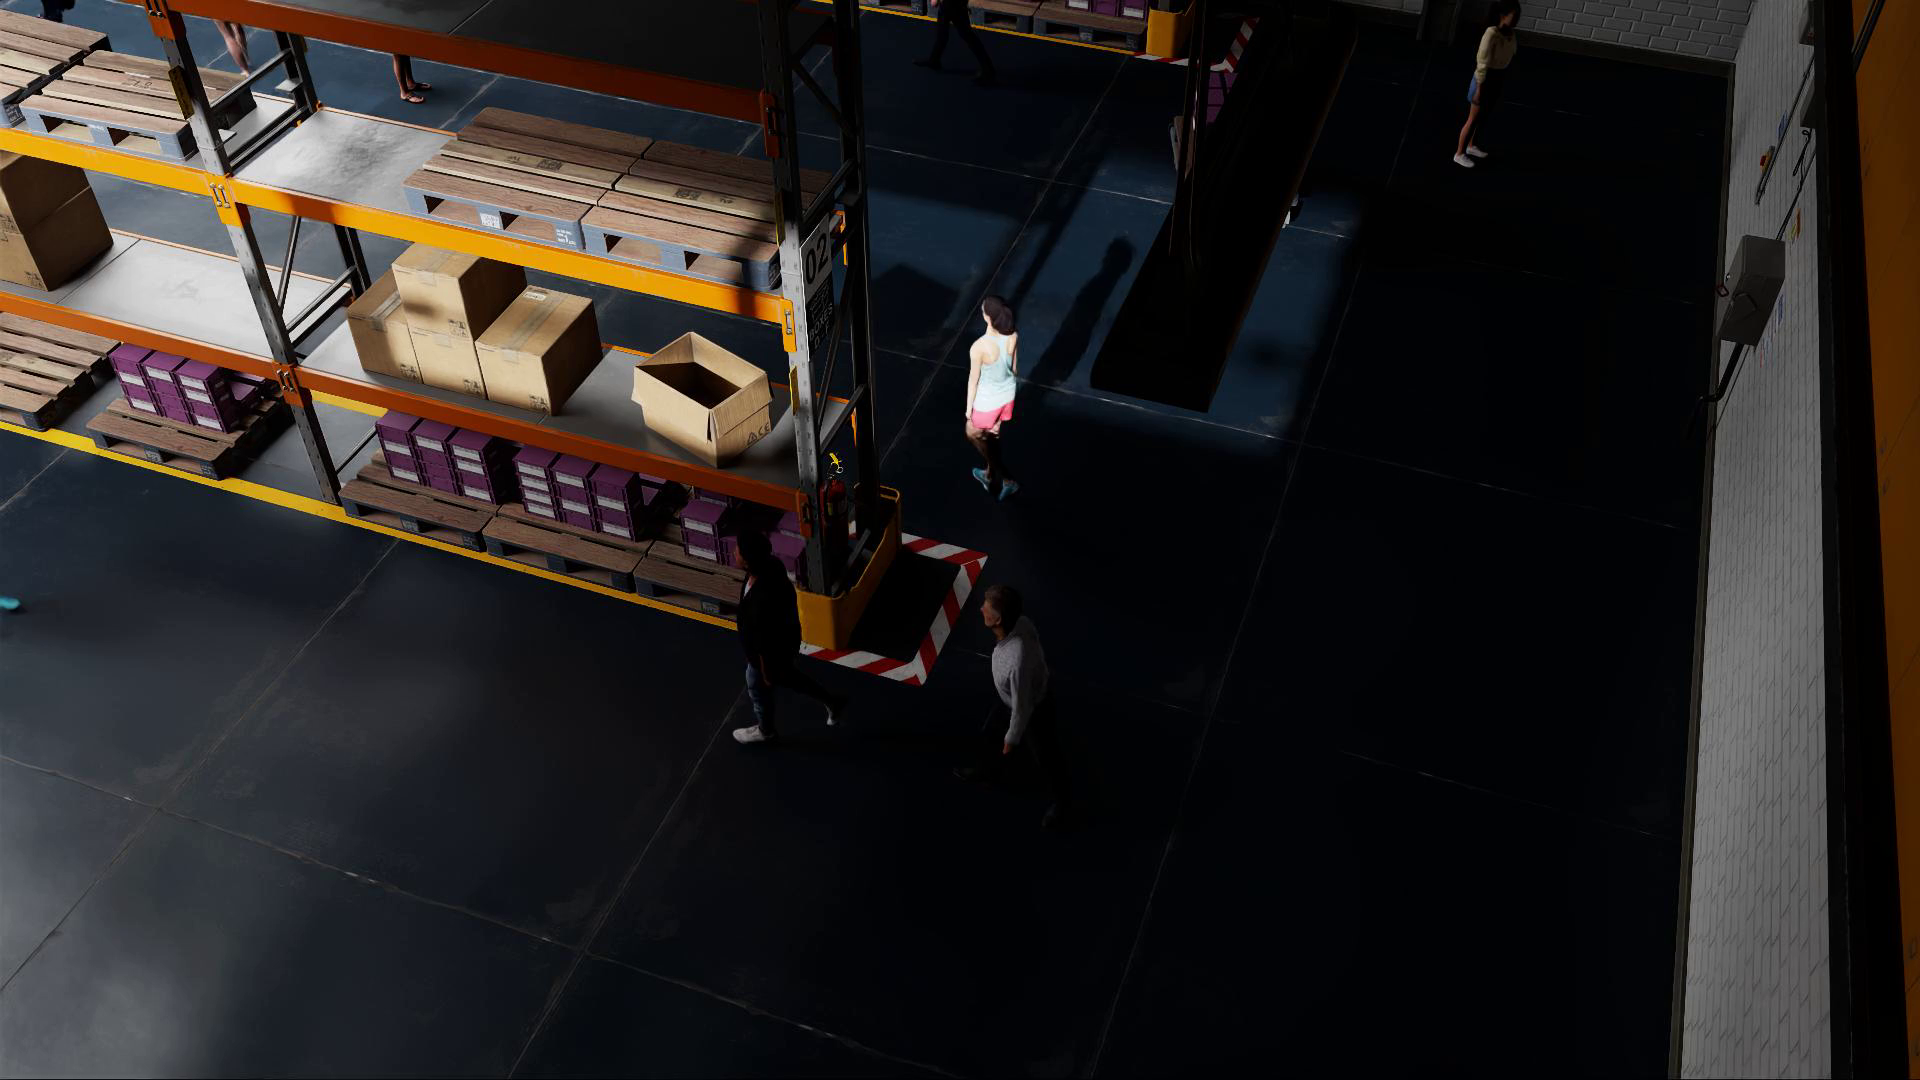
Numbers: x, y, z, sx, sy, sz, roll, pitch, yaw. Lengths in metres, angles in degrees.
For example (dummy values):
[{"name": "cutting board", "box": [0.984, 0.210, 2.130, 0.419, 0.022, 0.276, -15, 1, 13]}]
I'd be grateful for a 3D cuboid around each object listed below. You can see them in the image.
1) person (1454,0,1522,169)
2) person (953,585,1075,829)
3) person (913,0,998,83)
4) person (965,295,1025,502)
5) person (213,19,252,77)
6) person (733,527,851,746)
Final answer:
[{"name": "person", "box": [4.919, -4.275, 15.490, 0.681, 1.631, 0.715, 32, 52, 29]}, {"name": "person", "box": [0.449, 0.974, 9.885, 1.092, 1.762, 1.003, -17, 46, -17]}, {"name": "person", "box": [0.056, -5.406, 16.537, 1.177, 1.825, 0.751, 9, 44, 10]}, {"name": "person", "box": [0.283, -0.952, 11.916, 0.841, 1.750, 0.963, -28, 50, -26]}, {"name": "person", "box": [-7.322, -5.370, 16.552, 0.854, 1.752, 0.760, 33, 53, 30]}, {"name": "person", "box": [-1.072, 0.635, 10.224, 1.080, 1.786, 0.865, 2, 44, 2]}]
